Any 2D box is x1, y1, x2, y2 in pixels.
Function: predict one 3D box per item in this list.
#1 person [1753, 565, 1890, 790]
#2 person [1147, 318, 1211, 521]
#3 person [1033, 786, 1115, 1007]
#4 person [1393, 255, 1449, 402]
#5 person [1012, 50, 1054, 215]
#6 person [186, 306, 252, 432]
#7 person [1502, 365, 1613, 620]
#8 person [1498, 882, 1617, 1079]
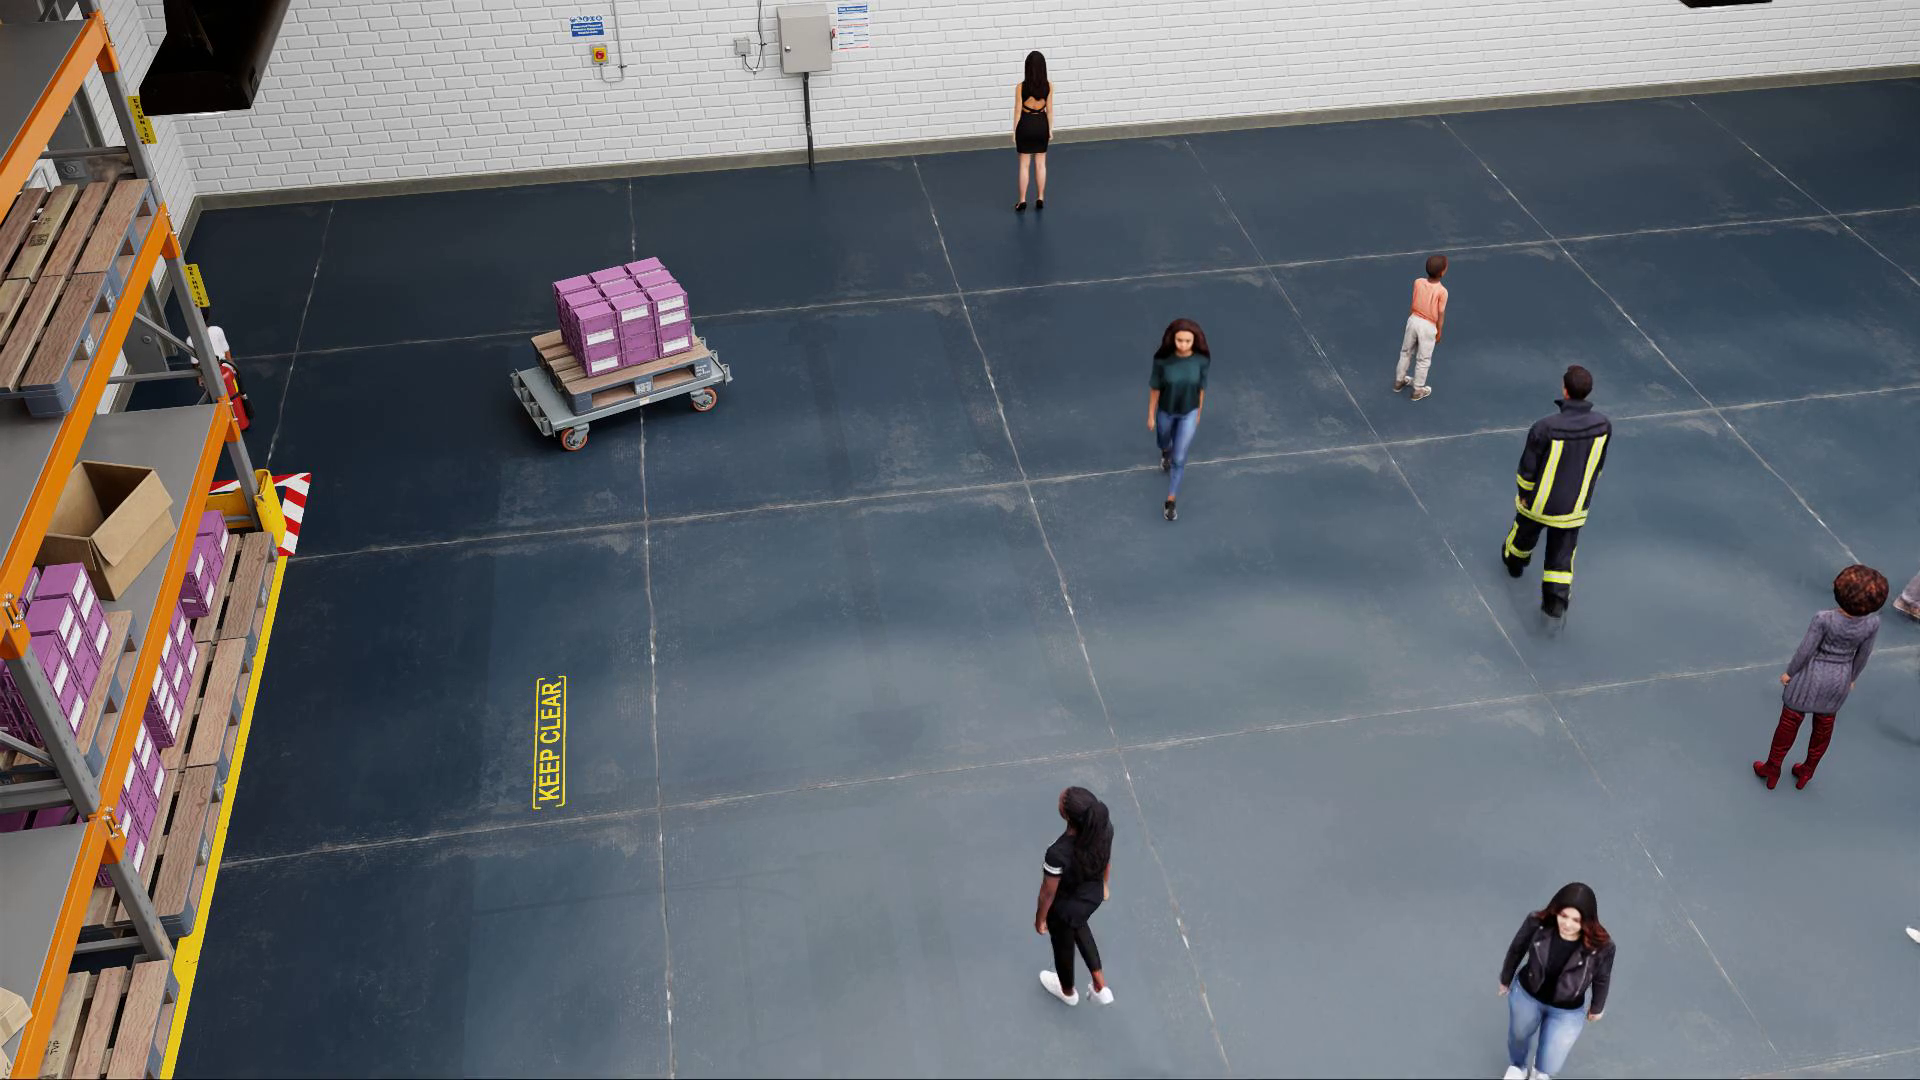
[{"bbox_3d":[5.303,0.861,10.241,0.642,1.710,0.603,4,39,5],"label":"person"},{"bbox_3d":[1.648,-1.007,12.677,0.791,1.589,1.127,4,39,5],"label":"person"},{"bbox_3d":[0.663,1.964,8.849,0.810,1.723,0.880,-30,47,-32],"label":"person"},{"bbox_3d":[3.862,-1.783,13.874,0.603,1.308,0.518,-29,47,-31],"label":"person"},{"bbox_3d":[0.719,-4.007,16.387,0.545,1.646,0.474,-7,39,-8],"label":"person"},{"bbox_3d":[-6.013,-1.385,13.413,0.625,1.261,0.574,29,47,31],"label":"person"},{"bbox_3d":[4.185,-0.305,11.552,0.935,1.895,1.246,1,39,1],"label":"person"},{"bbox_3d":[3.040,2.290,8.519,0.762,1.626,0.821,23,44,26],"label":"person"}]
